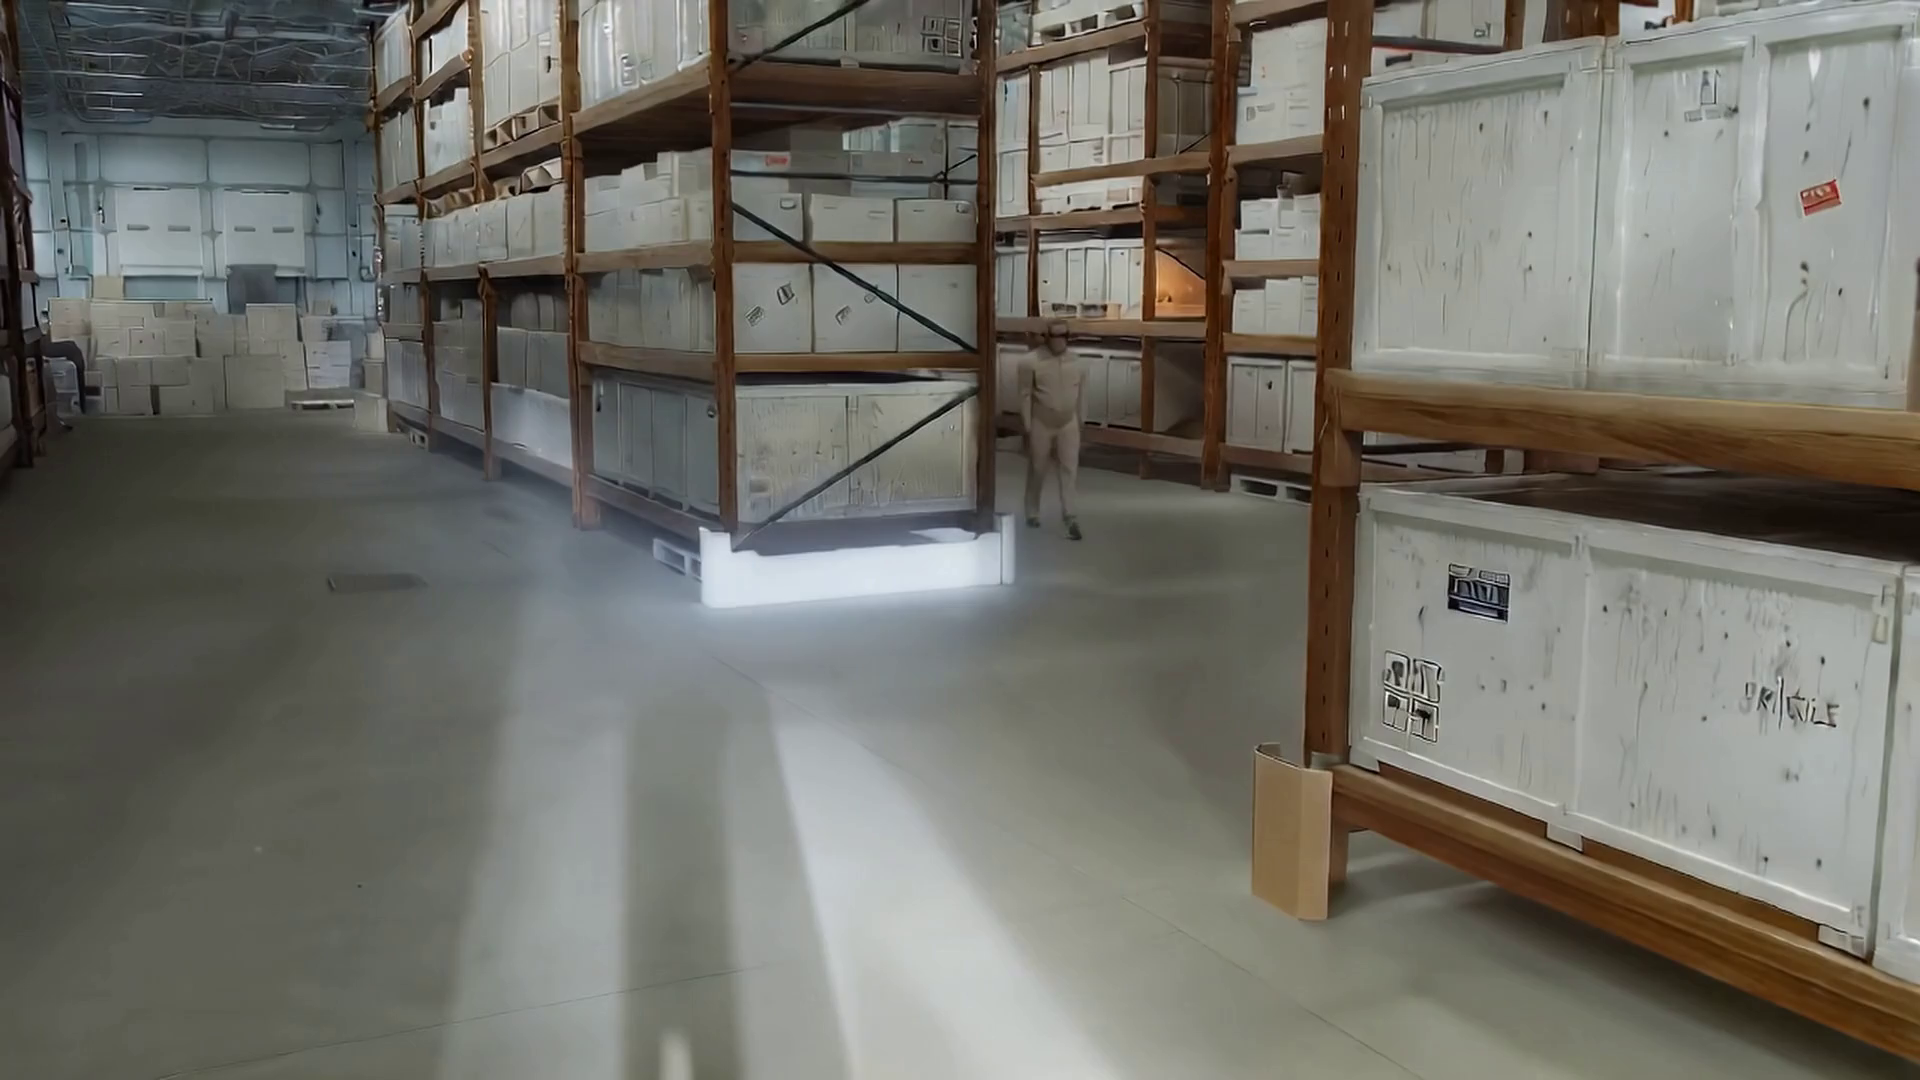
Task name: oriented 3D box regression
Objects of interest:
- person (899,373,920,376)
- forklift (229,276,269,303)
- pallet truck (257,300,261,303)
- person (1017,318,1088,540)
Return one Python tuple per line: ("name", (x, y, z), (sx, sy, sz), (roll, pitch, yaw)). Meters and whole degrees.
("person", (-0.579, -1.073, 15.550), (0.540, 1.695, 0.317), (5, 9, 30))
("forklift", (-17.554, -5.381, 41.192), (1.129, 2.768, 1.873), (-4, 9, -26))
("pallet truck", (-23.913, -7.404, 58.171), (1.885, 1.965, 0.823), (-1, 8, -9))
("person", (0.788, -0.974, 14.308), (0.641, 1.864, 0.973), (-1, 8, -9))
